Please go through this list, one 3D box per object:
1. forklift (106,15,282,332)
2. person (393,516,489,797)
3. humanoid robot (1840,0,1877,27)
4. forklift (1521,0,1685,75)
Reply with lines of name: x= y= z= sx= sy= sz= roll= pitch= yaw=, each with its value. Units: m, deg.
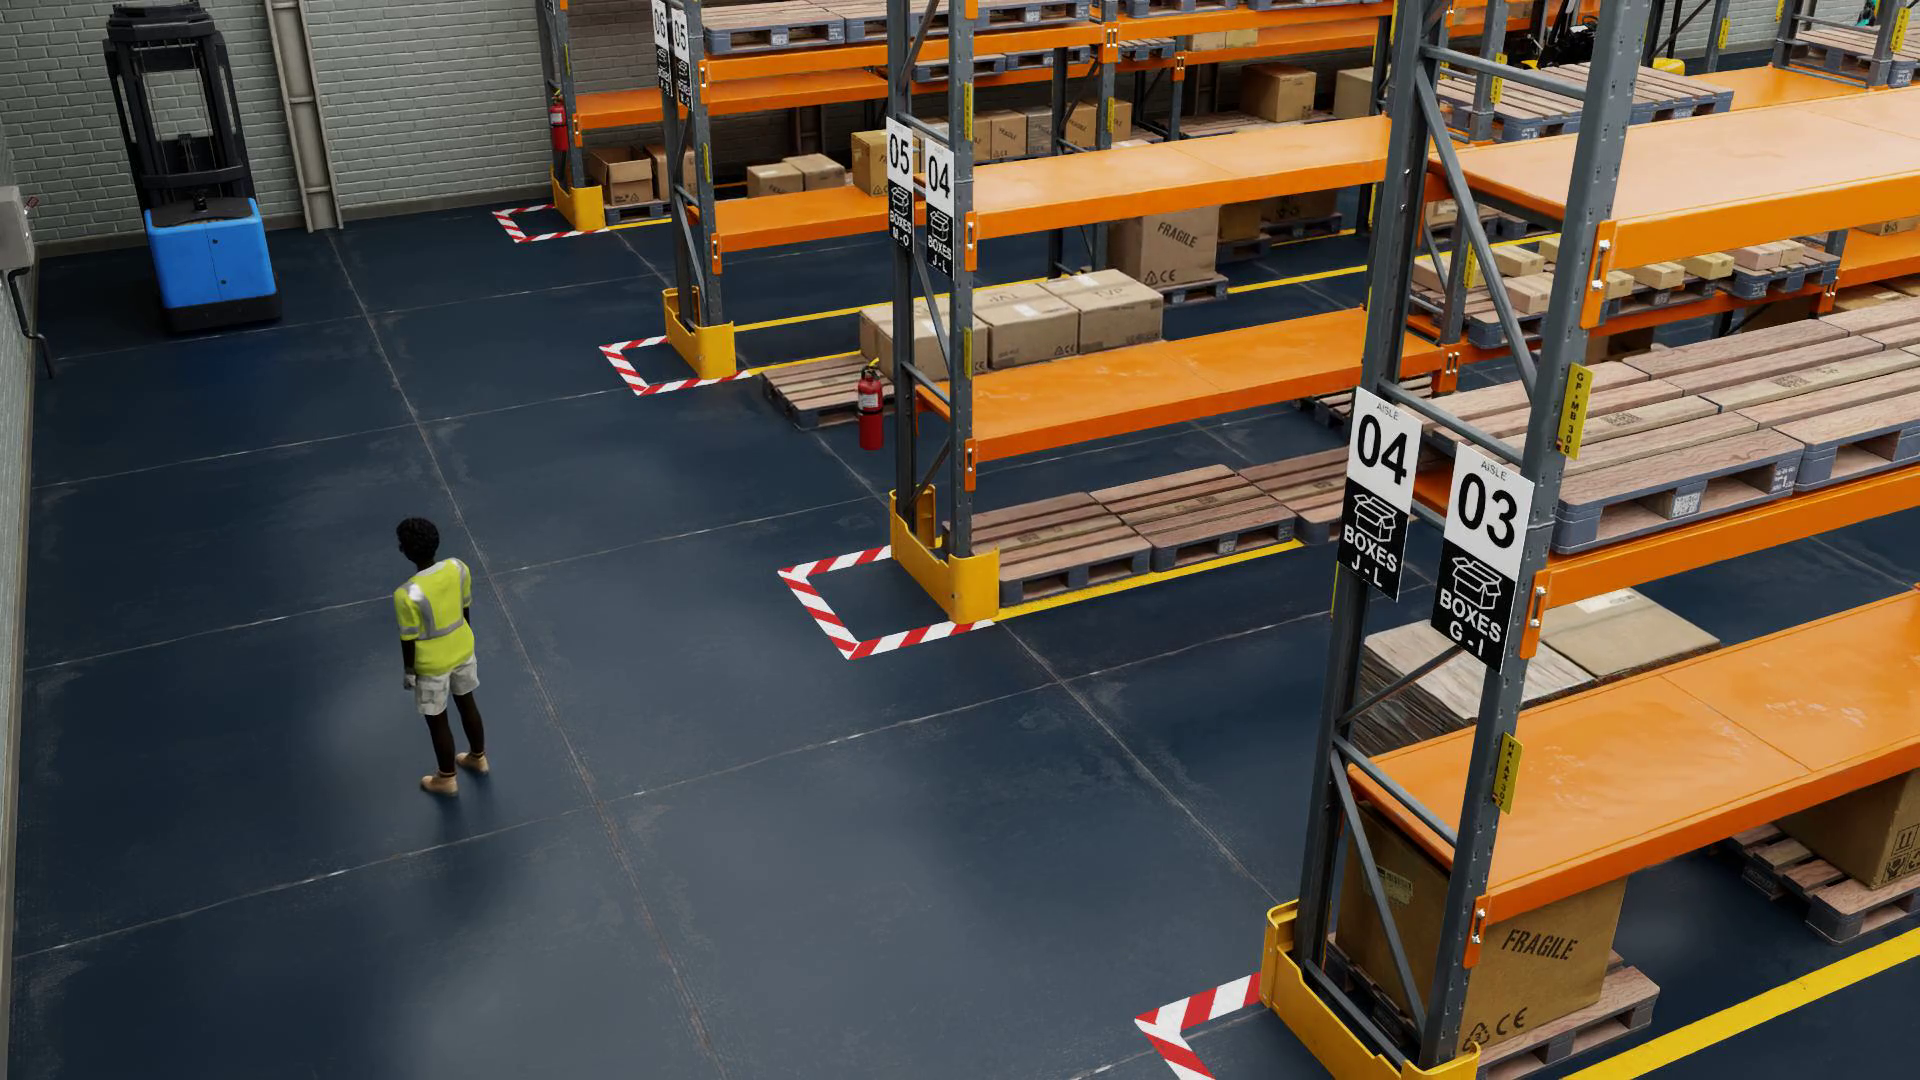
forklift: x=-7.548 y=-3.672 z=16.323 sx=1.129 sy=2.768 sz=1.873 roll=-12 pitch=30 yaw=-22
person: x=-2.906 y=0.649 z=9.319 sx=0.321 sy=1.686 sz=0.537 roll=13 pitch=30 yaw=24
humanoid robot: x=14.074 y=-8.070 z=25.973 sx=1.037 sy=1.726 sz=0.552 roll=-1 pitch=28 yaw=-2
forklift: x=8.950 y=-6.807 z=23.056 sx=1.214 sy=2.155 sz=2.313 roll=-12 pitch=30 yaw=-22
